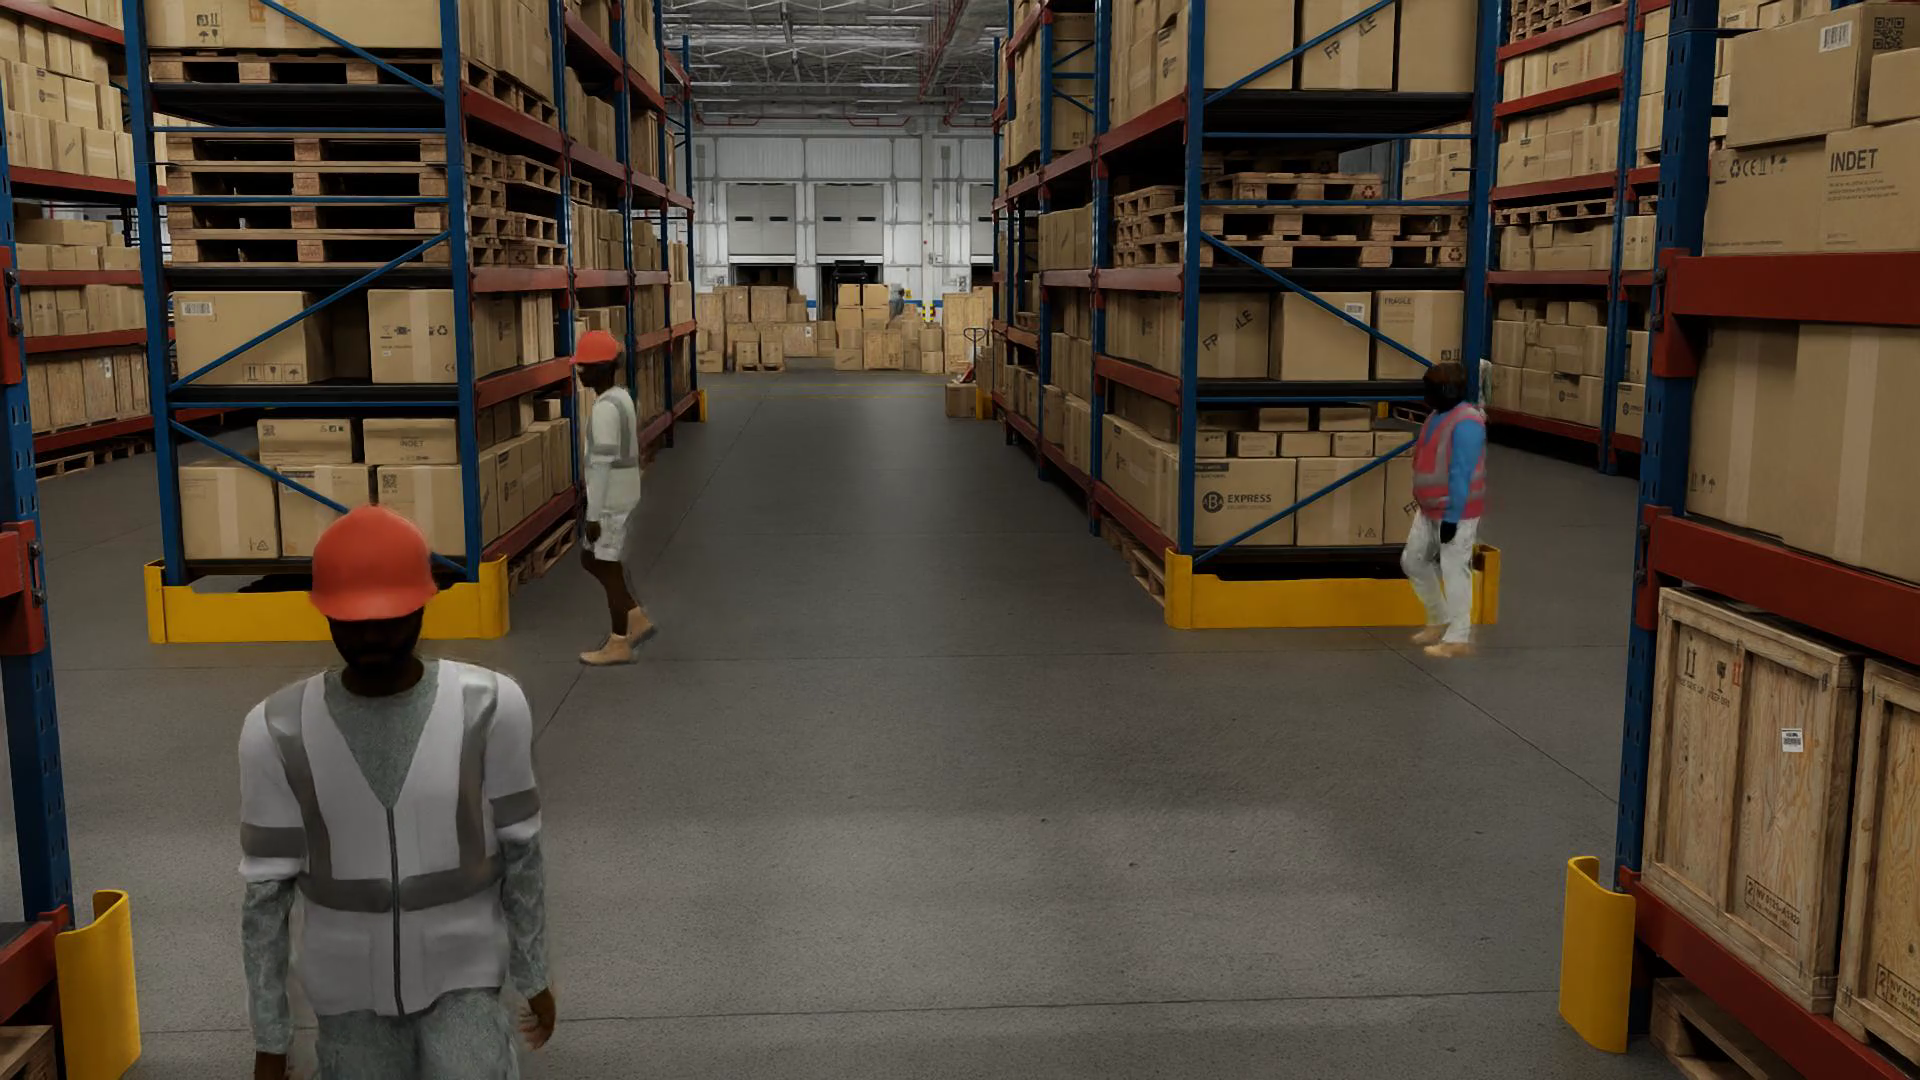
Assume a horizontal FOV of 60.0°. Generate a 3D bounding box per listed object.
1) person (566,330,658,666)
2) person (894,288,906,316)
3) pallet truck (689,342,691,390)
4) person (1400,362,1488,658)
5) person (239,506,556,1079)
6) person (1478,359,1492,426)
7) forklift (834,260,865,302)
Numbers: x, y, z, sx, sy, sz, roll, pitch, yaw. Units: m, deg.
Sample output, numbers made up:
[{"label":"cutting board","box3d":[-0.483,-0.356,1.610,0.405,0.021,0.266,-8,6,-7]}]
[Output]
[{"label":"person","box3d":[-2.127,-0.233,9.956,0.415,2.030,0.645,-1,9,-4]},{"label":"person","box3d":[-2.070,-7.801,57.804,0.459,1.919,0.661,1,9,4]},{"label":"pallet truck","box3d":[-5.225,-3.008,27.480,1.885,1.965,0.823,2,9,14]},{"label":"person","box3d":[2.989,-0.175,10.231,0.446,1.825,0.640,-1,9,-8]},{"label":"person","box3d":[-1.093,0.888,3.254,0.580,1.919,0.528,-2,9,-14]},{"label":"person","box3d":[5.949,-1.550,19.448,0.514,1.640,0.310,0,9,1]},{"label":"forklift","box3d":[-3.397,-7.252,51.369,1.129,2.768,1.873,-1,9,-4]}]
